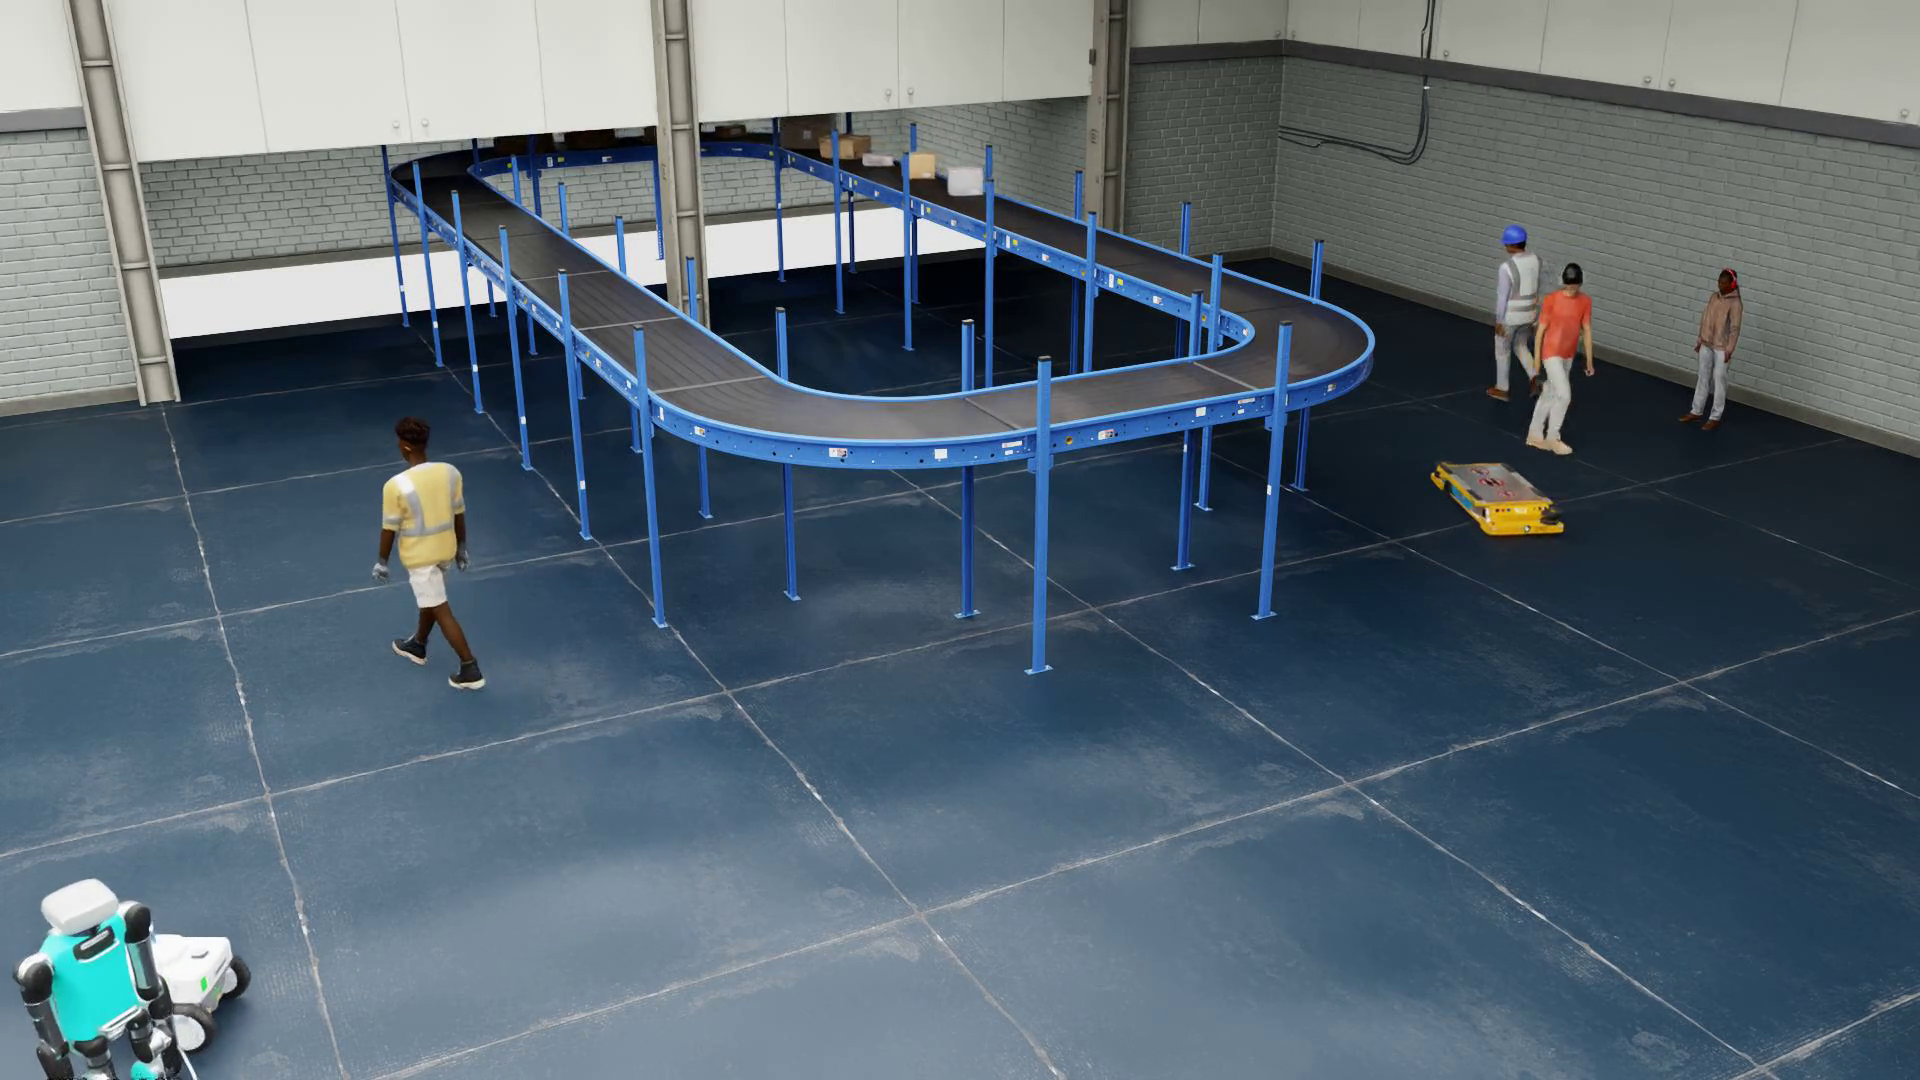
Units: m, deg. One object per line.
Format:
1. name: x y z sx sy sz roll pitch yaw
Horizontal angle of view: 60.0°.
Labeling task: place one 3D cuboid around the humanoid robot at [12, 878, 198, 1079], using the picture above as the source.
1. humanoid robot: -3.137 2.232 6.518 0.729 1.874 0.539 12 25 27

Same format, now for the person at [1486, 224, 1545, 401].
1. person: 5.884 -2.357 17.504 0.633 1.919 0.602 -10 24 -23

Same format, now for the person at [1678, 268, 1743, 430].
1. person: 7.665 -1.944 16.835 0.338 1.650 0.454 -9 24 -21

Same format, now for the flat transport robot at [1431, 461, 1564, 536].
1. flat transport robot: 4.770 -0.386 14.828 0.659 0.231 1.431 -2 22 -5

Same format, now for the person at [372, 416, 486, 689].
1. person: -3.699 0.079 11.491 0.999 1.917 0.622 12 25 27

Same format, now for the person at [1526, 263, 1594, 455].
1. person: 5.819 -1.737 16.012 0.453 1.880 0.645 -11 24 -24

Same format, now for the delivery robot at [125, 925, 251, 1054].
1. delivery robot: -3.926 2.170 8.153 0.796 0.612 0.499 0 22 0
